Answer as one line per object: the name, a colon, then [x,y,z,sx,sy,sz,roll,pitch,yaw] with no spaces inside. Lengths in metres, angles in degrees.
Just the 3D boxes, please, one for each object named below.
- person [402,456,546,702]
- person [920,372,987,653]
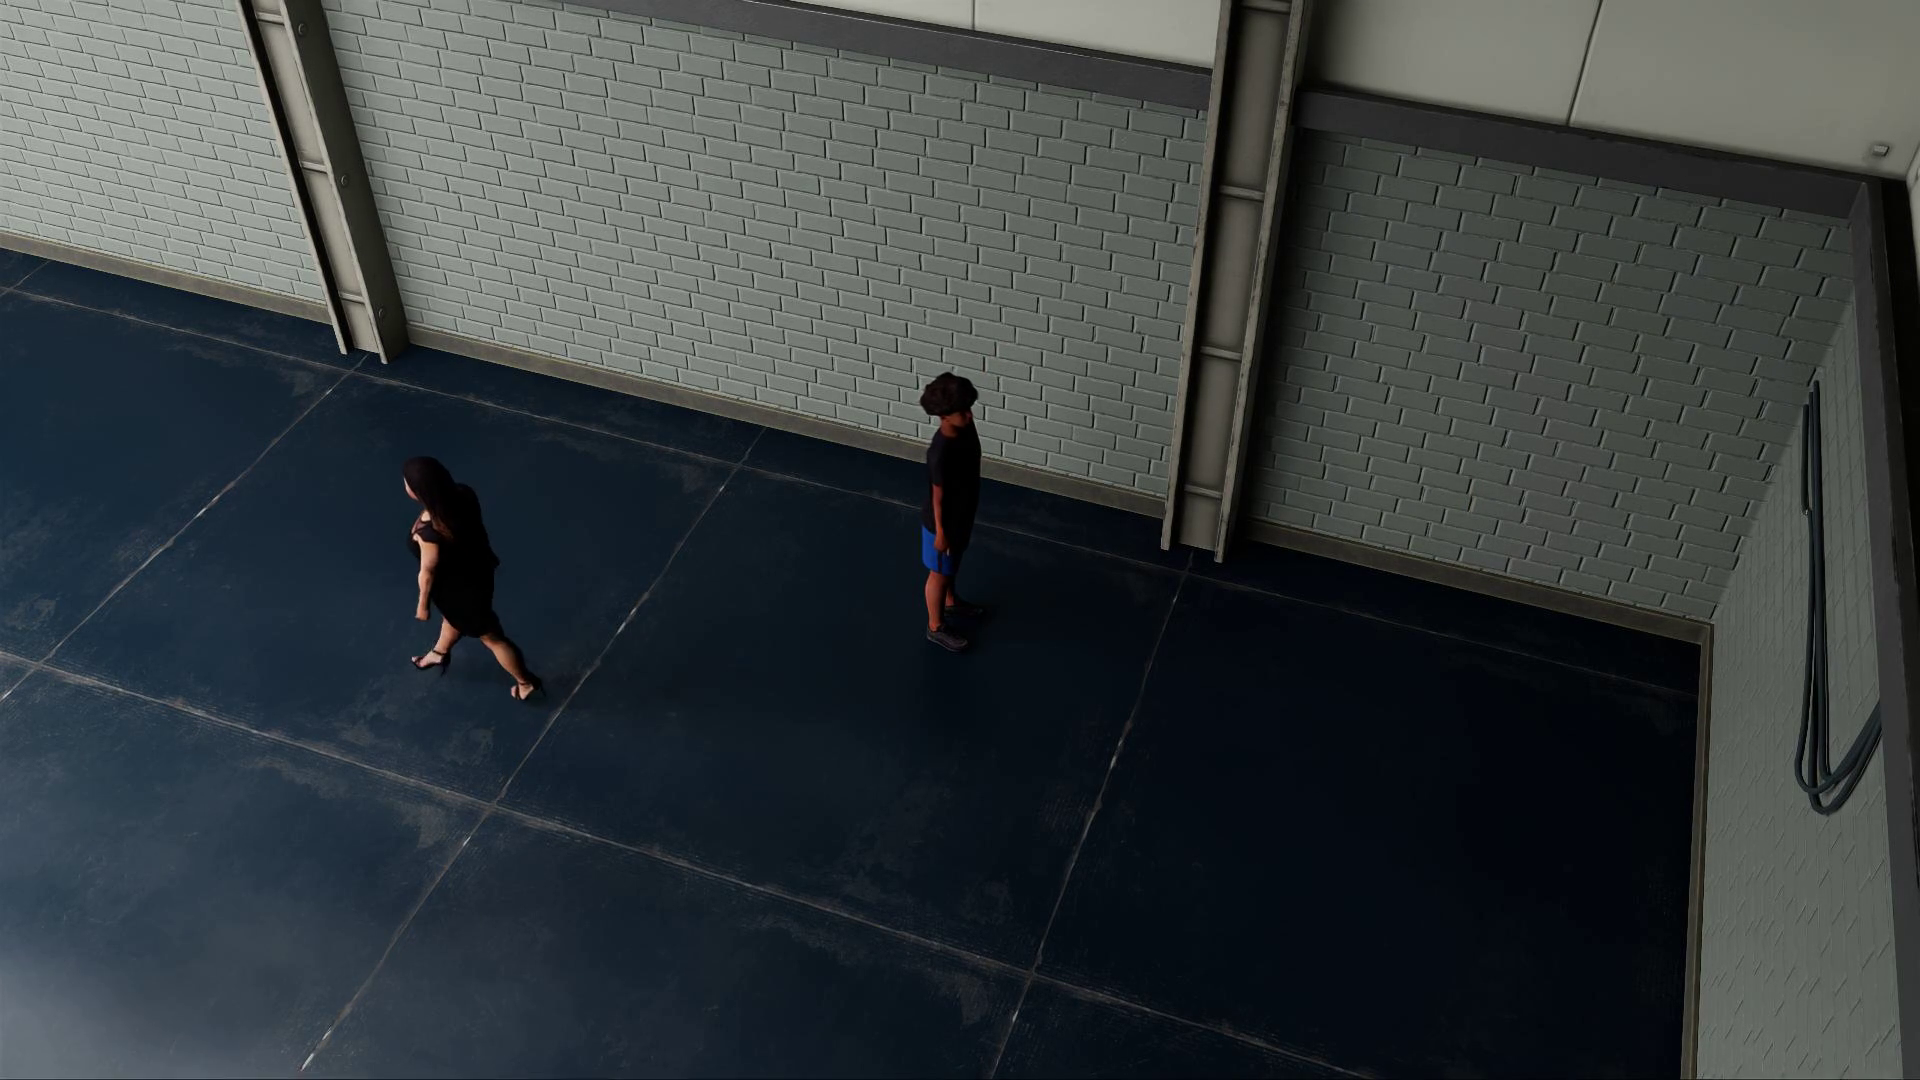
person: [-2.532,0.274,8.786,1.082,1.673,0.802,6,43,7]
person: [-0.059,-0.169,9.180,0.554,1.799,0.585,15,44,16]
